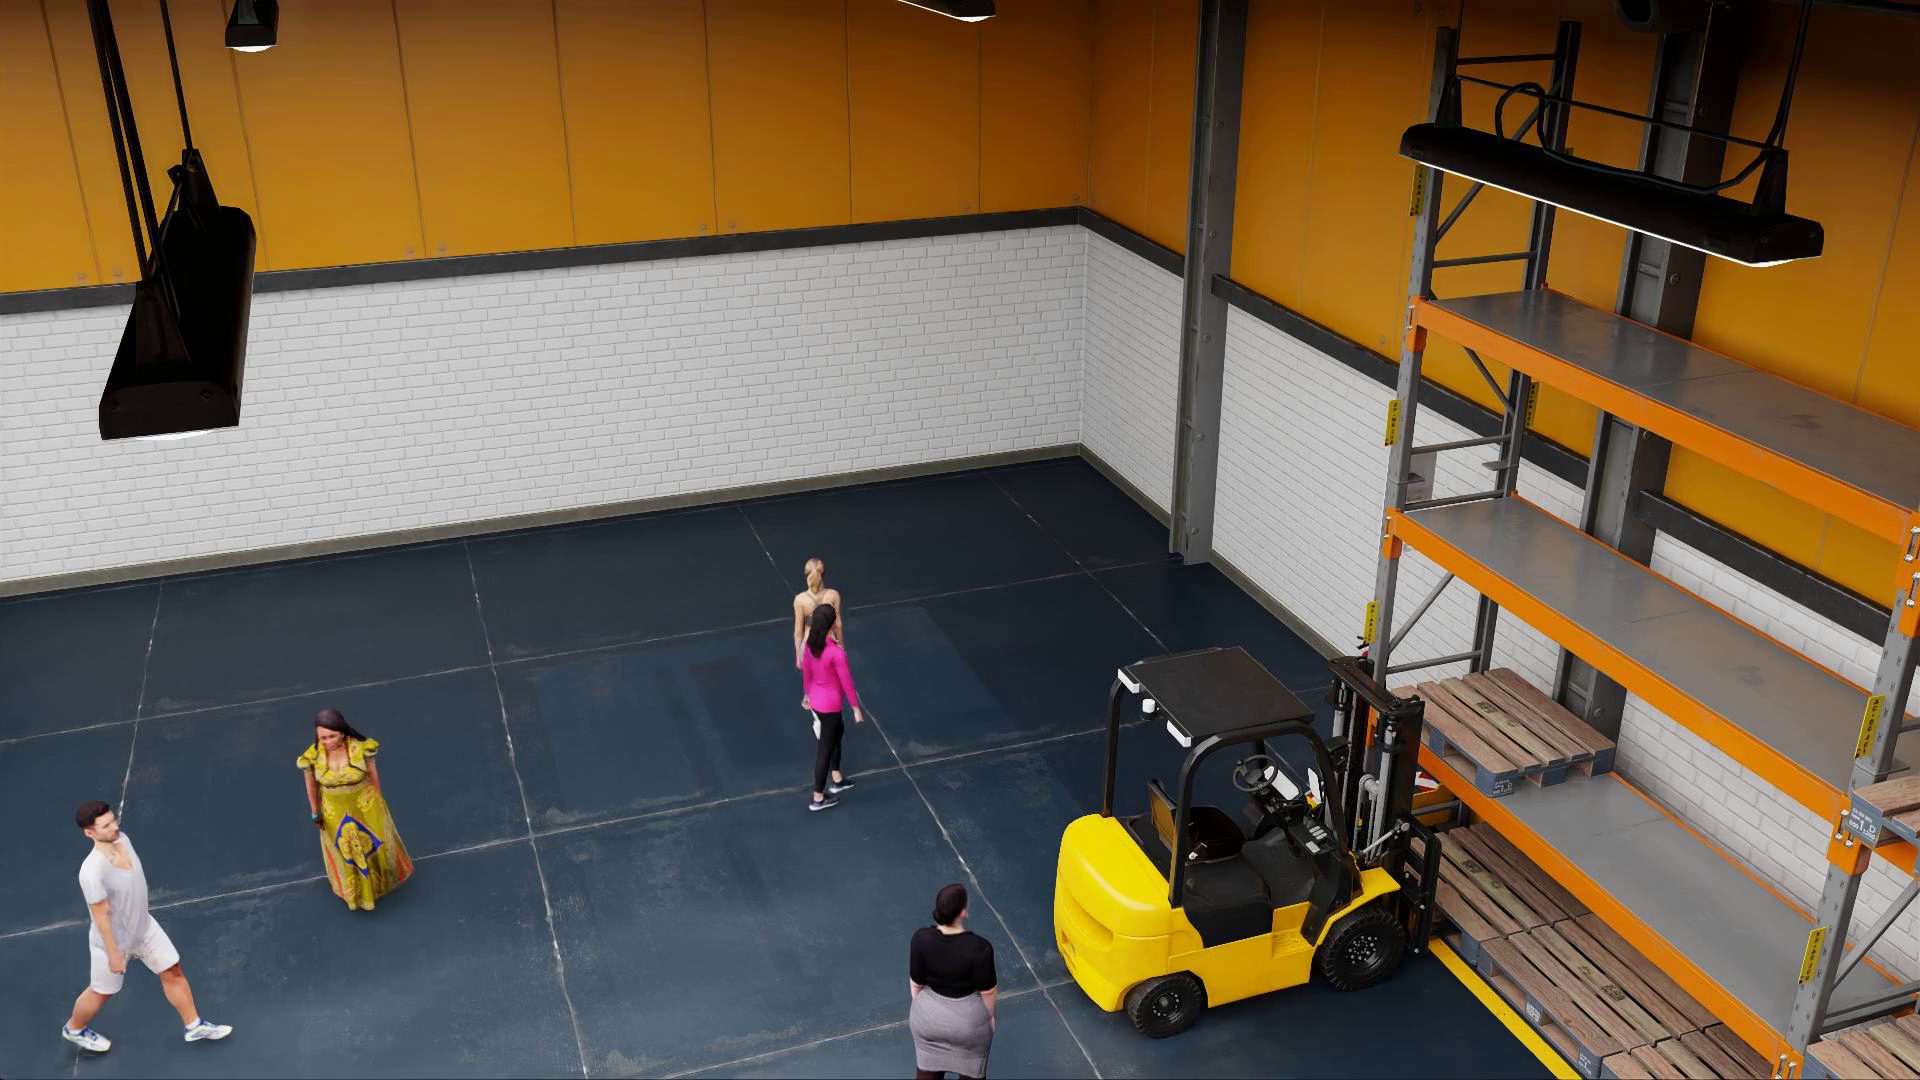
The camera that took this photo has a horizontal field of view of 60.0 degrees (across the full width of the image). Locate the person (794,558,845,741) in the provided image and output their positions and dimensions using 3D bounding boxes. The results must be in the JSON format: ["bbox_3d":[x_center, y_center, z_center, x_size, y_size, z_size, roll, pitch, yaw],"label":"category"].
[{"bbox_3d":[-1.148,0.981,13.643,0.663,1.681,1.015,-5,24,-11],"label":"person"}]

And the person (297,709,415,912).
[{"bbox_3d":[-4.288,1.857,11.694,0.783,1.637,0.741,-9,25,-19],"label":"person"}]

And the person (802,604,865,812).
[{"bbox_3d":[-1.111,1.318,12.874,0.827,1.680,0.761,-18,29,-35],"label":"person"}]

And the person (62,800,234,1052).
[{"bbox_3d":[-5.242,2.418,10.200,1.043,1.806,1.285,0,24,1],"label":"person"}]

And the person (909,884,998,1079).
[{"bbox_3d":[-0.046,2.742,9.520,0.782,1.756,0.811,6,24,14],"label":"person"}]
